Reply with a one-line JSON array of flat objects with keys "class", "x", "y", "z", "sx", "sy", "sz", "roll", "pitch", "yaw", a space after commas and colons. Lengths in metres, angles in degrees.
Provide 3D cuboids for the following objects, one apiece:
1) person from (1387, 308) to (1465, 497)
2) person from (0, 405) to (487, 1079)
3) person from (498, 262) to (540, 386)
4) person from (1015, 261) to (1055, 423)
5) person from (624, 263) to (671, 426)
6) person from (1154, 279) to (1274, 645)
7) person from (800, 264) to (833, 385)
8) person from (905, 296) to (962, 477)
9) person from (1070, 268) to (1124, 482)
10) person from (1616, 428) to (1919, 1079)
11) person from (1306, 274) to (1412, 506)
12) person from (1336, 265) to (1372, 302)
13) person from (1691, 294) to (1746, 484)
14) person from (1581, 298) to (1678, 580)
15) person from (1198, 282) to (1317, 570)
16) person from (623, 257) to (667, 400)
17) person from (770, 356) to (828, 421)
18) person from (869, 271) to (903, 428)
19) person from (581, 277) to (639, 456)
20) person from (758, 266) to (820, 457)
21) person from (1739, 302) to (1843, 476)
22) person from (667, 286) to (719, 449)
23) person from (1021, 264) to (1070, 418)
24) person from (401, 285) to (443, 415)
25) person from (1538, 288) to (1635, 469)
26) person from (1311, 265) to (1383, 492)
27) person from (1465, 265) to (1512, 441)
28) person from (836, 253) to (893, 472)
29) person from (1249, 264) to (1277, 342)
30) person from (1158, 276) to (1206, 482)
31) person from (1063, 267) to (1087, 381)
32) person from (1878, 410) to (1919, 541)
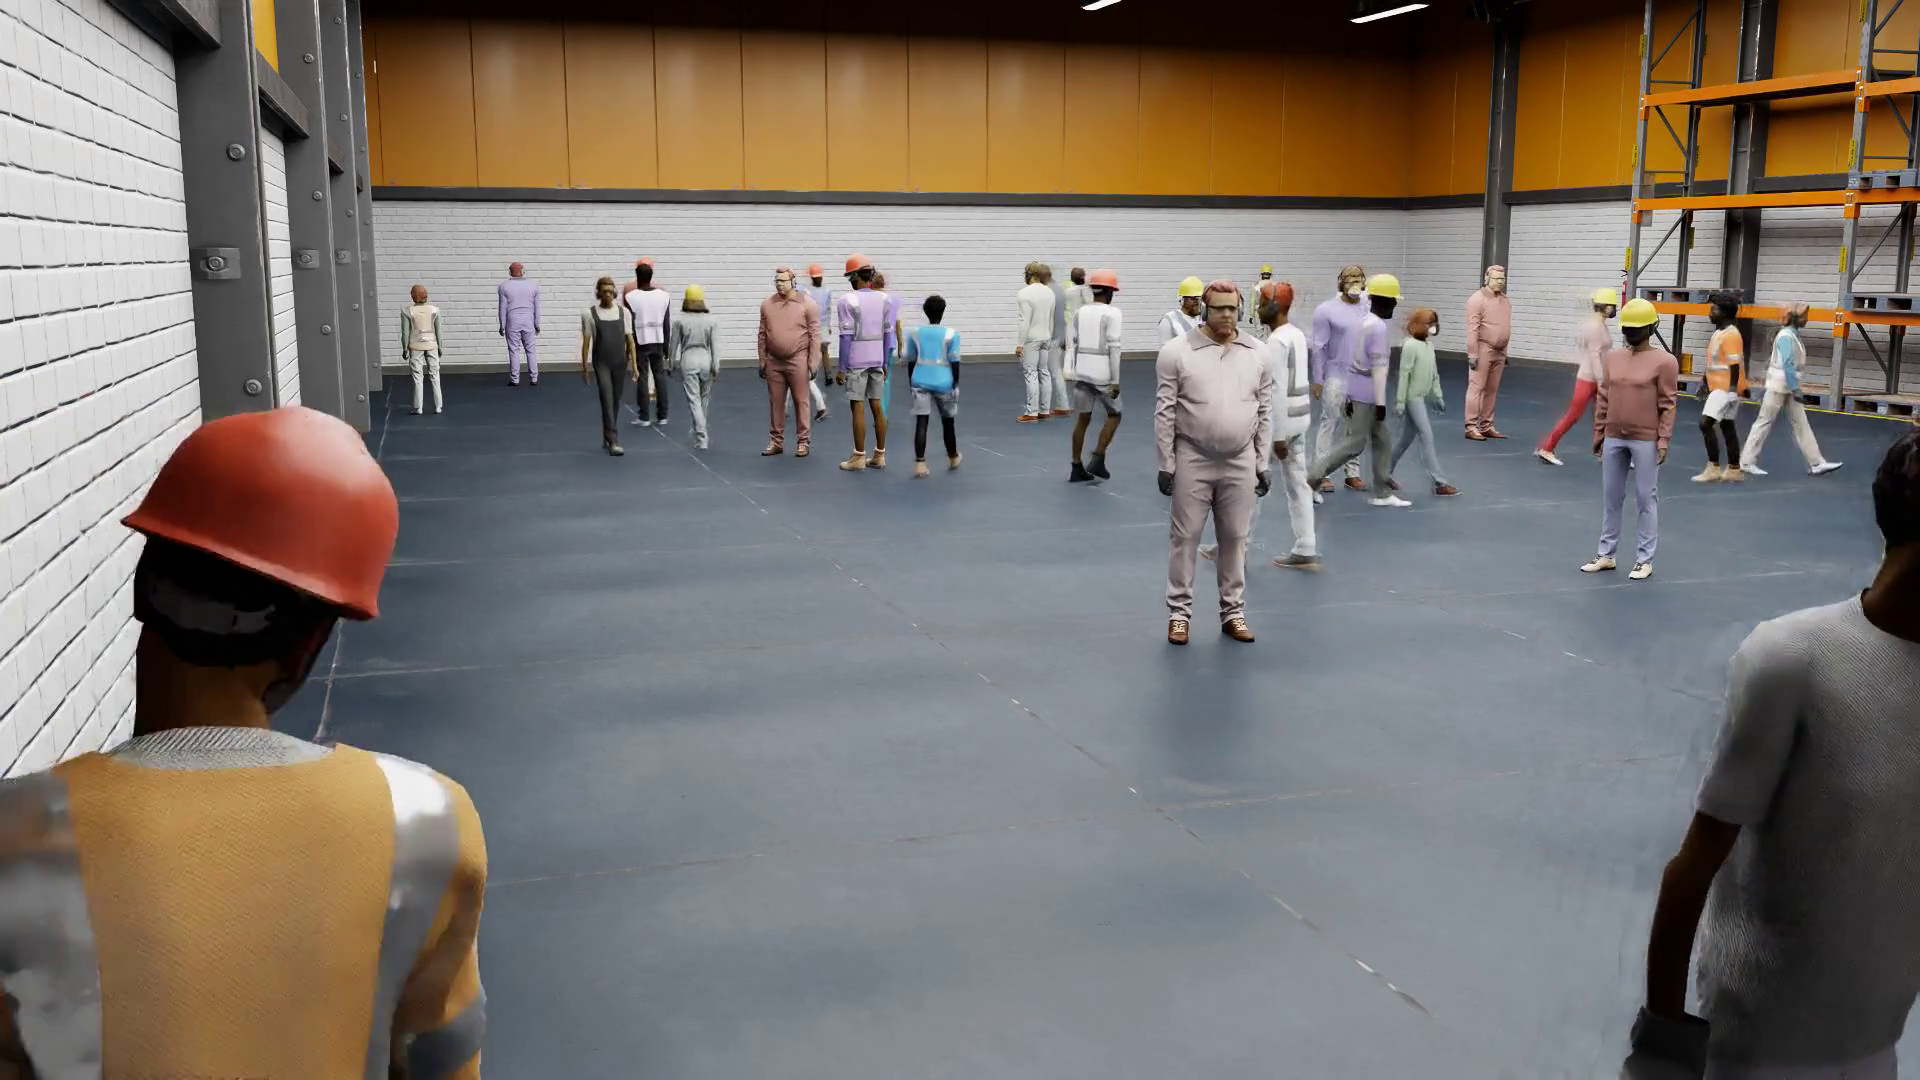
[{"class": "person", "x": 3.902, "y": -1.171, "z": 14.091, "sx": 0.853, "sy": 1.582, "sz": 0.510, "roll": 7, "pitch": 12, "yaw": 34}, {"class": "person", "x": -0.711, "y": 0.831, "z": 1.623, "sx": 0.400, "sy": 1.892, "sz": 0.668, "roll": 10, "pitch": 14, "yaw": 44}, {"class": "person", "x": -6.770, "y": -3.309, "z": 25.536, "sx": 0.649, "sy": 1.904, "sz": 0.401, "roll": -6, "pitch": 11, "yaw": -30}, {"class": "person", "x": 0.895, "y": -2.371, "z": 20.007, "sx": 0.354, "sy": 1.938, "sz": 0.635, "roll": 8, "pitch": 13, "yaw": 39}, {"class": "person", "x": -3.686, "y": -2.307, "z": 19.696, "sx": 0.594, "sy": 1.915, "sz": 0.374, "roll": -8, "pitch": 12, "yaw": -37}, {"class": "person", "x": 1.337, "y": -0.404, "z": 8.712, "sx": 0.643, "sy": 1.908, "sz": 0.411, "roll": -1, "pitch": 10, "yaw": -8}, {"class": "person", "x": -2.231, "y": -3.337, "z": 25.793, "sx": 0.590, "sy": 1.877, "sz": 1.020, "roll": -5, "pitch": 11, "yaw": -26}, {"class": "person", "x": -0.232, "y": -1.426, "z": 15.349, "sx": 0.542, "sy": 1.641, "sz": 0.887, "roll": 2, "pitch": 10, "yaw": 14}, {"class": "person", "x": 1.227, "y": -1.455, "z": 14.816, "sx": 0.595, "sy": 1.901, "sz": 0.551, "roll": 9, "pitch": 13, "yaw": 43}, {"class": "person", "x": 1.169, "y": 0.735, "z": 2.354, "sx": 0.666, "sy": 1.834, "sz": 0.321, "roll": -4, "pitch": 11, "yaw": -21}, {"class": "person", "x": 3.170, "y": -1.177, "z": 13.283, "sx": 0.881, "sy": 1.888, "sz": 0.600, "roll": 1, "pitch": 10, "yaw": 4}, {"class": "person", "x": 5.475, "y": -2.904, "z": 23.273, "sx": 0.602, "sy": 1.872, "sz": 0.412, "roll": -4, "pitch": 11, "yaw": -22}, {"class": "person", "x": 6.673, "y": -1.318, "z": 14.660, "sx": 0.566, "sy": 1.677, "sz": 0.536, "roll": 3, "pitch": 10, "yaw": 17}, {"class": "person", "x": 4.222, "y": -0.634, "z": 10.467, "sx": 0.325, "sy": 1.762, "sz": 0.524, "roll": -7, "pitch": 12, "yaw": -36}, {"class": "person", "x": 1.952, "y": -0.735, "z": 10.782, "sx": 0.882, "sy": 1.846, "sz": 0.579, "roll": 6, "pitch": 11, "yaw": 31}, {"class": "person", "x": -4.347, "y": -2.933, "z": 23.127, "sx": 0.657, "sy": 1.977, "sz": 0.554, "roll": 0, "pitch": 10, "yaw": 0}, {"class": "person", "x": -1.954, "y": -2.244, "z": 20.277, "sx": 0.846, "sy": 1.595, "sz": 0.516, "roll": 8, "pitch": 13, "yaw": 39}, {"class": "person", "x": -1.025, "y": -2.233, "z": 19.516, "sx": 0.600, "sy": 1.821, "sz": 0.718, "roll": -5, "pitch": 11, "yaw": -28}, {"class": "person", "x": -3.600, "y": -1.786, "z": 17.038, "sx": 0.513, "sy": 1.806, "sz": 0.947, "roll": -5, "pitch": 11, "yaw": -29}, {"class": "person", "x": -1.736, "y": -1.783, "z": 16.695, "sx": 0.652, "sy": 1.906, "sz": 0.403, "roll": 3, "pitch": 10, "yaw": 16}, {"class": "person", "x": 7.572, "y": -1.357, "z": 15.128, "sx": 0.864, "sy": 1.589, "sz": 0.515, "roll": 8, "pitch": 12, "yaw": 38}, {"class": "person", "x": -2.806, "y": -1.823, "z": 17.551, "sx": 0.500, "sy": 1.687, "sz": 0.925, "roll": -5, "pitch": 11, "yaw": -27}, {"class": "person", "x": 1.005, "y": -2.468, "z": 20.675, "sx": 0.876, "sy": 1.899, "sz": 0.645, "roll": 5, "pitch": 11, "yaw": 26}, {"class": "person", "x": -6.792, "y": -2.398, "z": 21.026, "sx": 0.511, "sy": 1.641, "sz": 0.309, "roll": -6, "pitch": 12, "yaw": -33}, {"class": "person", "x": 6.020, "y": -1.542, "z": 15.850, "sx": 0.937, "sy": 1.717, "sz": 0.526, "roll": 8, "pitch": 12, "yaw": 38}, {"class": "person", "x": 3.308, "y": -1.375, "z": 14.239, "sx": 0.635, "sy": 1.937, "sz": 0.353, "roll": -2, "pitch": 10, "yaw": -12}, {"class": "person", "x": 5.812, "y": -2.044, "z": 18.215, "sx": 0.642, "sy": 1.905, "sz": 0.399, "roll": -7, "pitch": 12, "yaw": -35}, {"class": "person", "x": -0.919, "y": -1.661, "z": 15.603, "sx": 0.607, "sy": 2.040, "sz": 0.378, "roll": -9, "pitch": 13, "yaw": -42}, {"class": "person", "x": 5.626, "y": -4.161, "z": 30.676, "sx": 0.600, "sy": 1.829, "sz": 0.404, "roll": 0, "pitch": 10, "yaw": -2}, {"class": "person", "x": 2.042, "y": -1.430, "z": 14.863, "sx": 0.594, "sy": 1.832, "sz": 0.403, "roll": -6, "pitch": 11, "yaw": -31}, {"class": "person", "x": 1.825, "y": -3.458, "z": 26.692, "sx": 0.433, "sy": 1.812, "sz": 0.781, "roll": 0, "pitch": 10, "yaw": -2}, {"class": "person", "x": 7.074, "y": -0.936, "z": 11.576, "sx": 1.087, "sy": 1.997, "sz": 0.607, "roll": 1, "pitch": 10, "yaw": 5}]
